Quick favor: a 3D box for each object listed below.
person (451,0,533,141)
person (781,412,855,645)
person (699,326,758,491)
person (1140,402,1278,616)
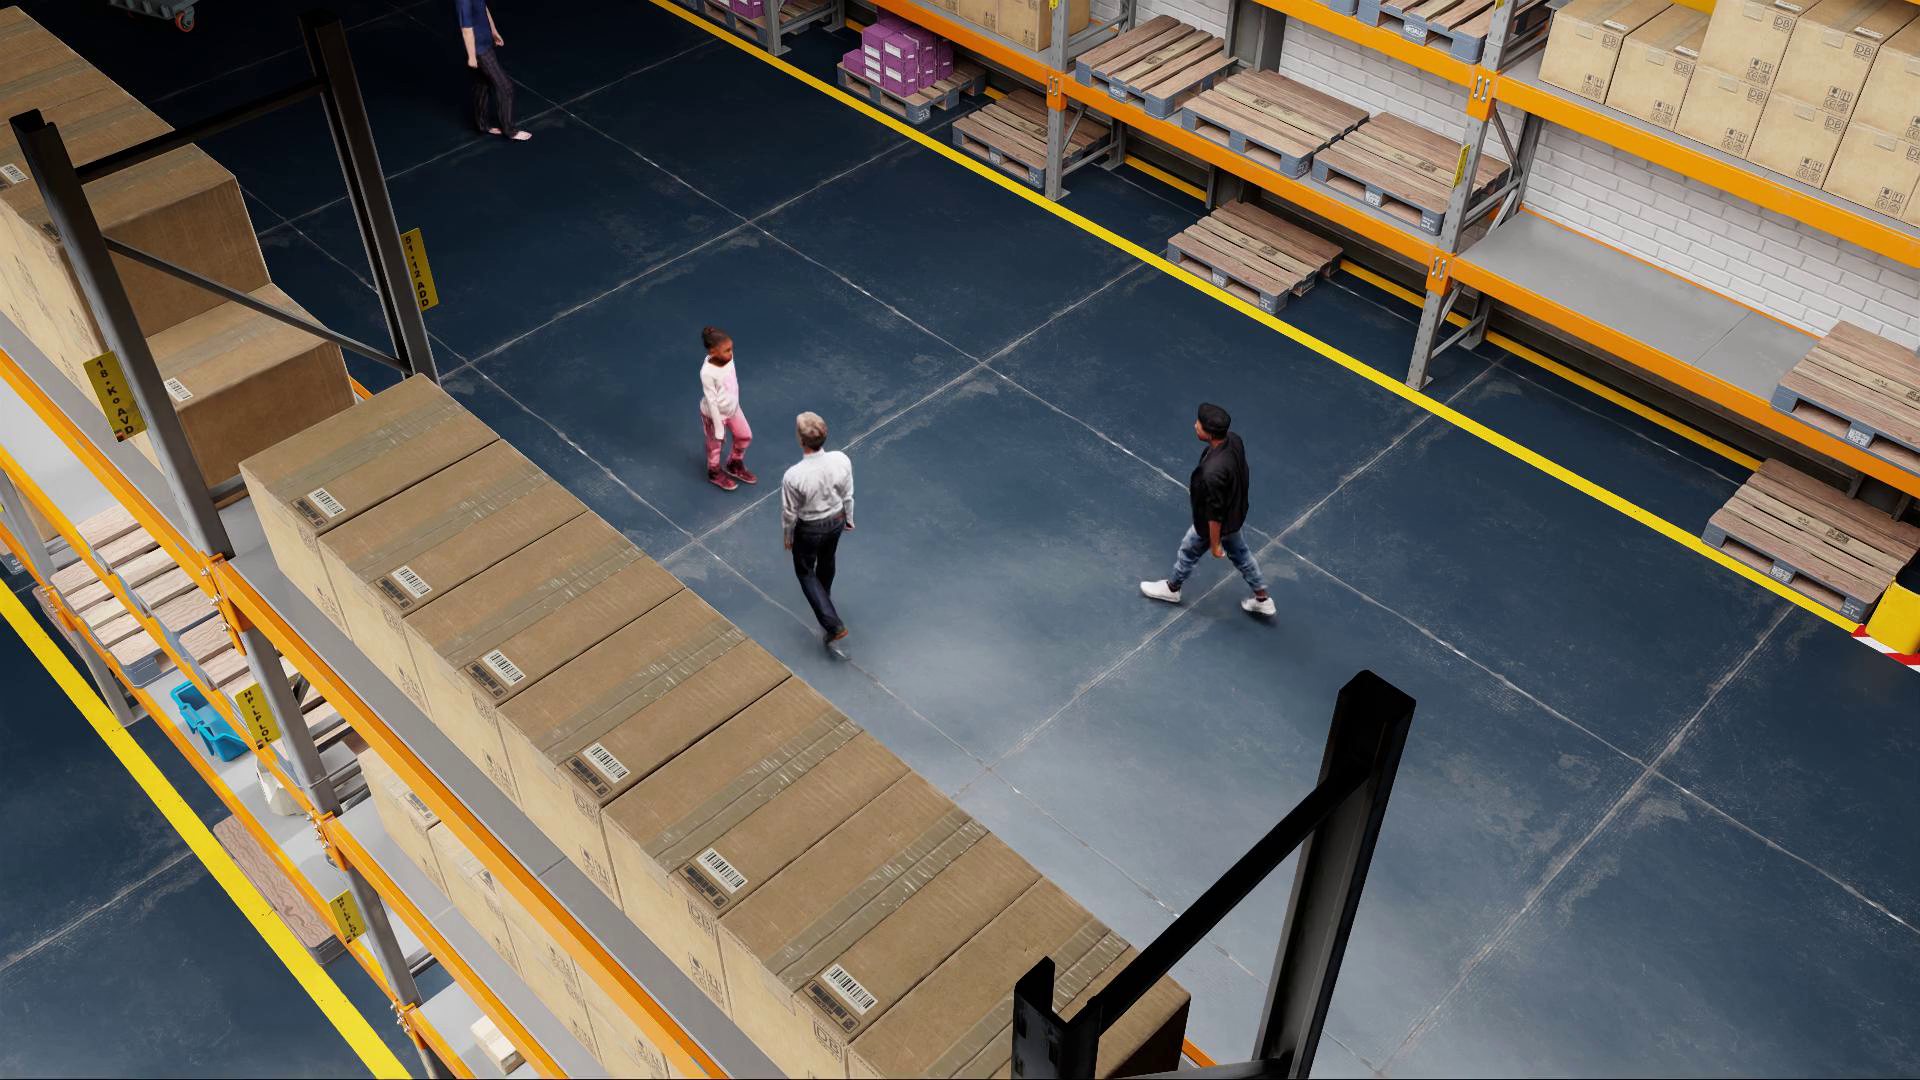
[{"bbox_3d":[-4.642,-4.654,15.744,0.953,1.855,0.903,-5,44,-5],"label":"person"},{"bbox_3d":[-0.913,-0.065,10.966,0.848,1.801,1.125,-21,48,-21],"label":"person"},{"bbox_3d":[-1.811,-0.986,12.194,0.638,1.441,0.621,26,49,24],"label":"person"},{"bbox_3d":[1.804,-0.131,11.069,1.290,1.756,0.988,21,47,20],"label":"person"}]
